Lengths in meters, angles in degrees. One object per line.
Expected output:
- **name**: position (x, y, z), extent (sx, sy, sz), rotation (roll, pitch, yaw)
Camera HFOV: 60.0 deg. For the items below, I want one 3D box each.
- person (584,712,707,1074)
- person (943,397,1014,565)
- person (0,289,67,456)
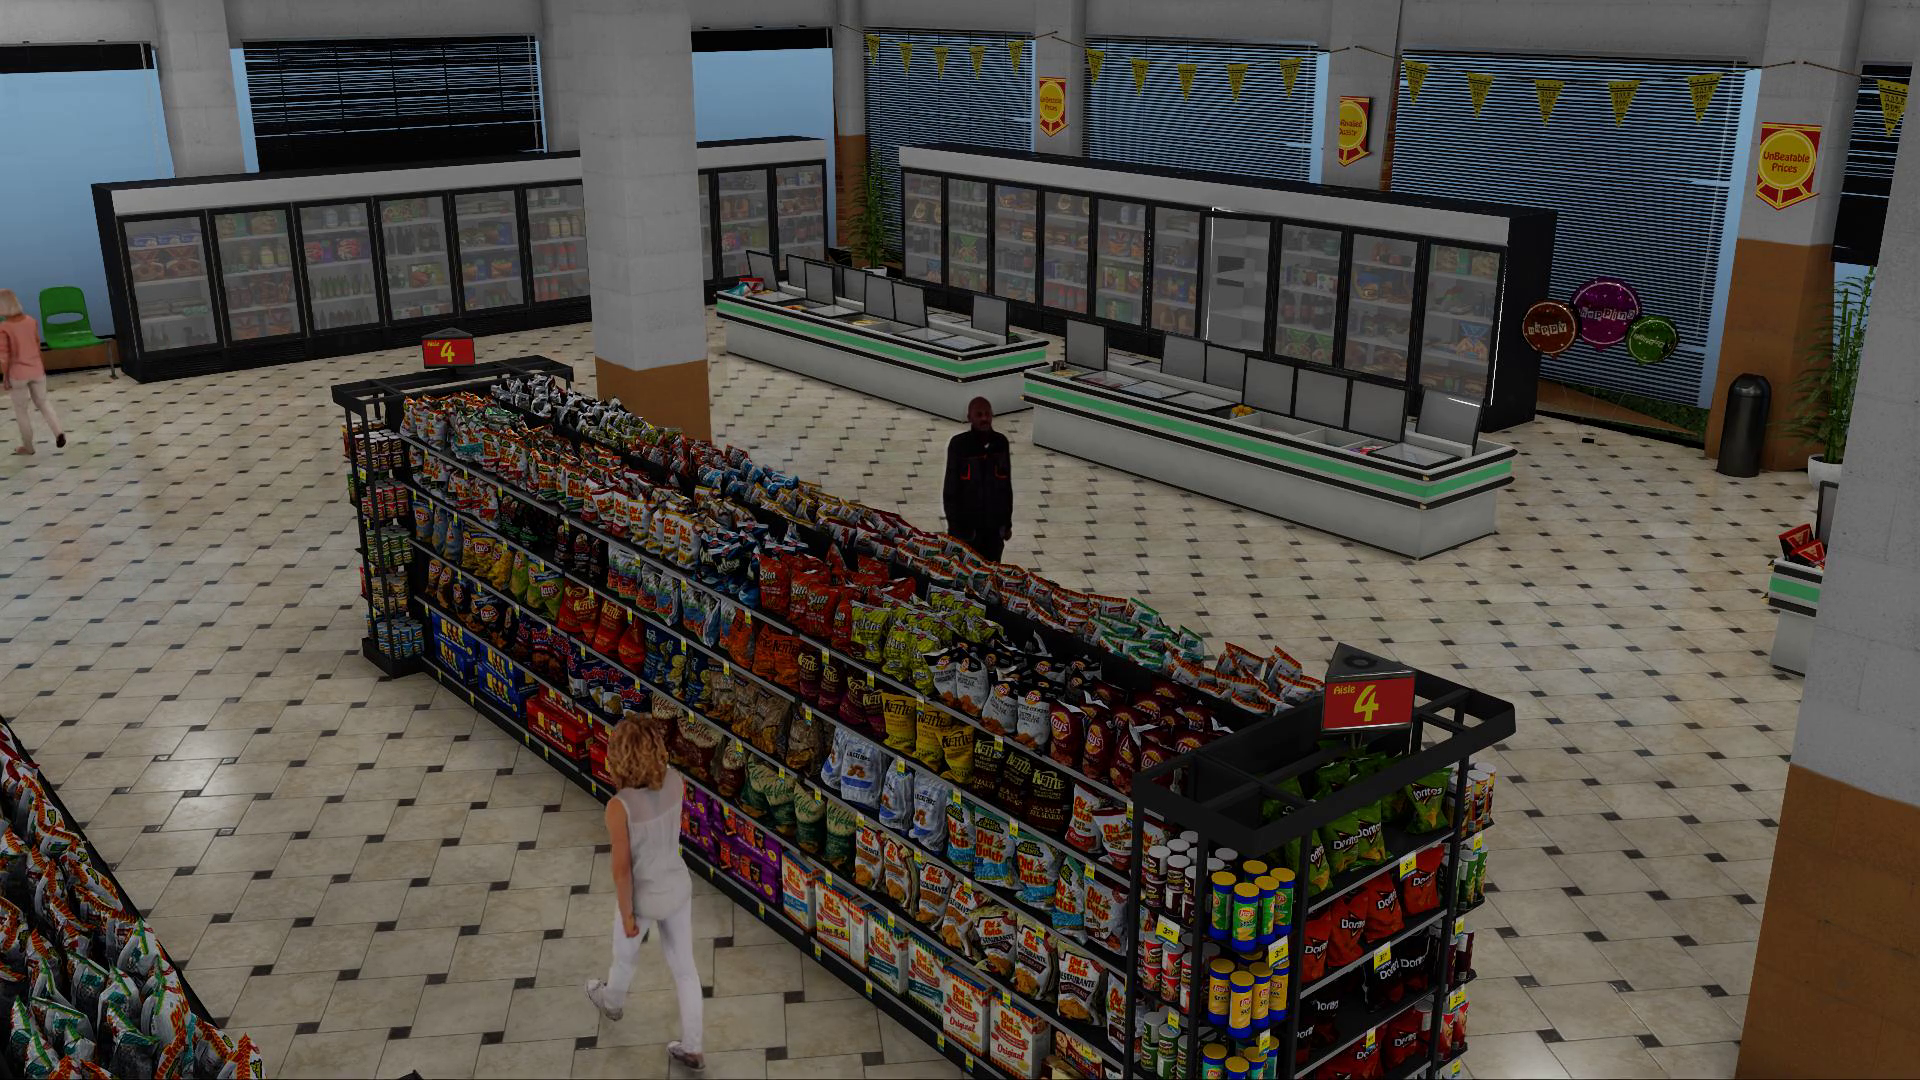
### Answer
- **person**: position (-1.287, 1.572, 7.268), extent (0.626, 1.629, 1.030), rotation (-17, 25, -41)
- **person**: position (0.135, -0.163, 12.108), extent (0.763, 1.825, 0.703), rotation (-8, 20, -22)
- **person**: position (-9.405, -1.690, 16.807), extent (0.943, 1.714, 0.814), rotation (9, 21, 25)
